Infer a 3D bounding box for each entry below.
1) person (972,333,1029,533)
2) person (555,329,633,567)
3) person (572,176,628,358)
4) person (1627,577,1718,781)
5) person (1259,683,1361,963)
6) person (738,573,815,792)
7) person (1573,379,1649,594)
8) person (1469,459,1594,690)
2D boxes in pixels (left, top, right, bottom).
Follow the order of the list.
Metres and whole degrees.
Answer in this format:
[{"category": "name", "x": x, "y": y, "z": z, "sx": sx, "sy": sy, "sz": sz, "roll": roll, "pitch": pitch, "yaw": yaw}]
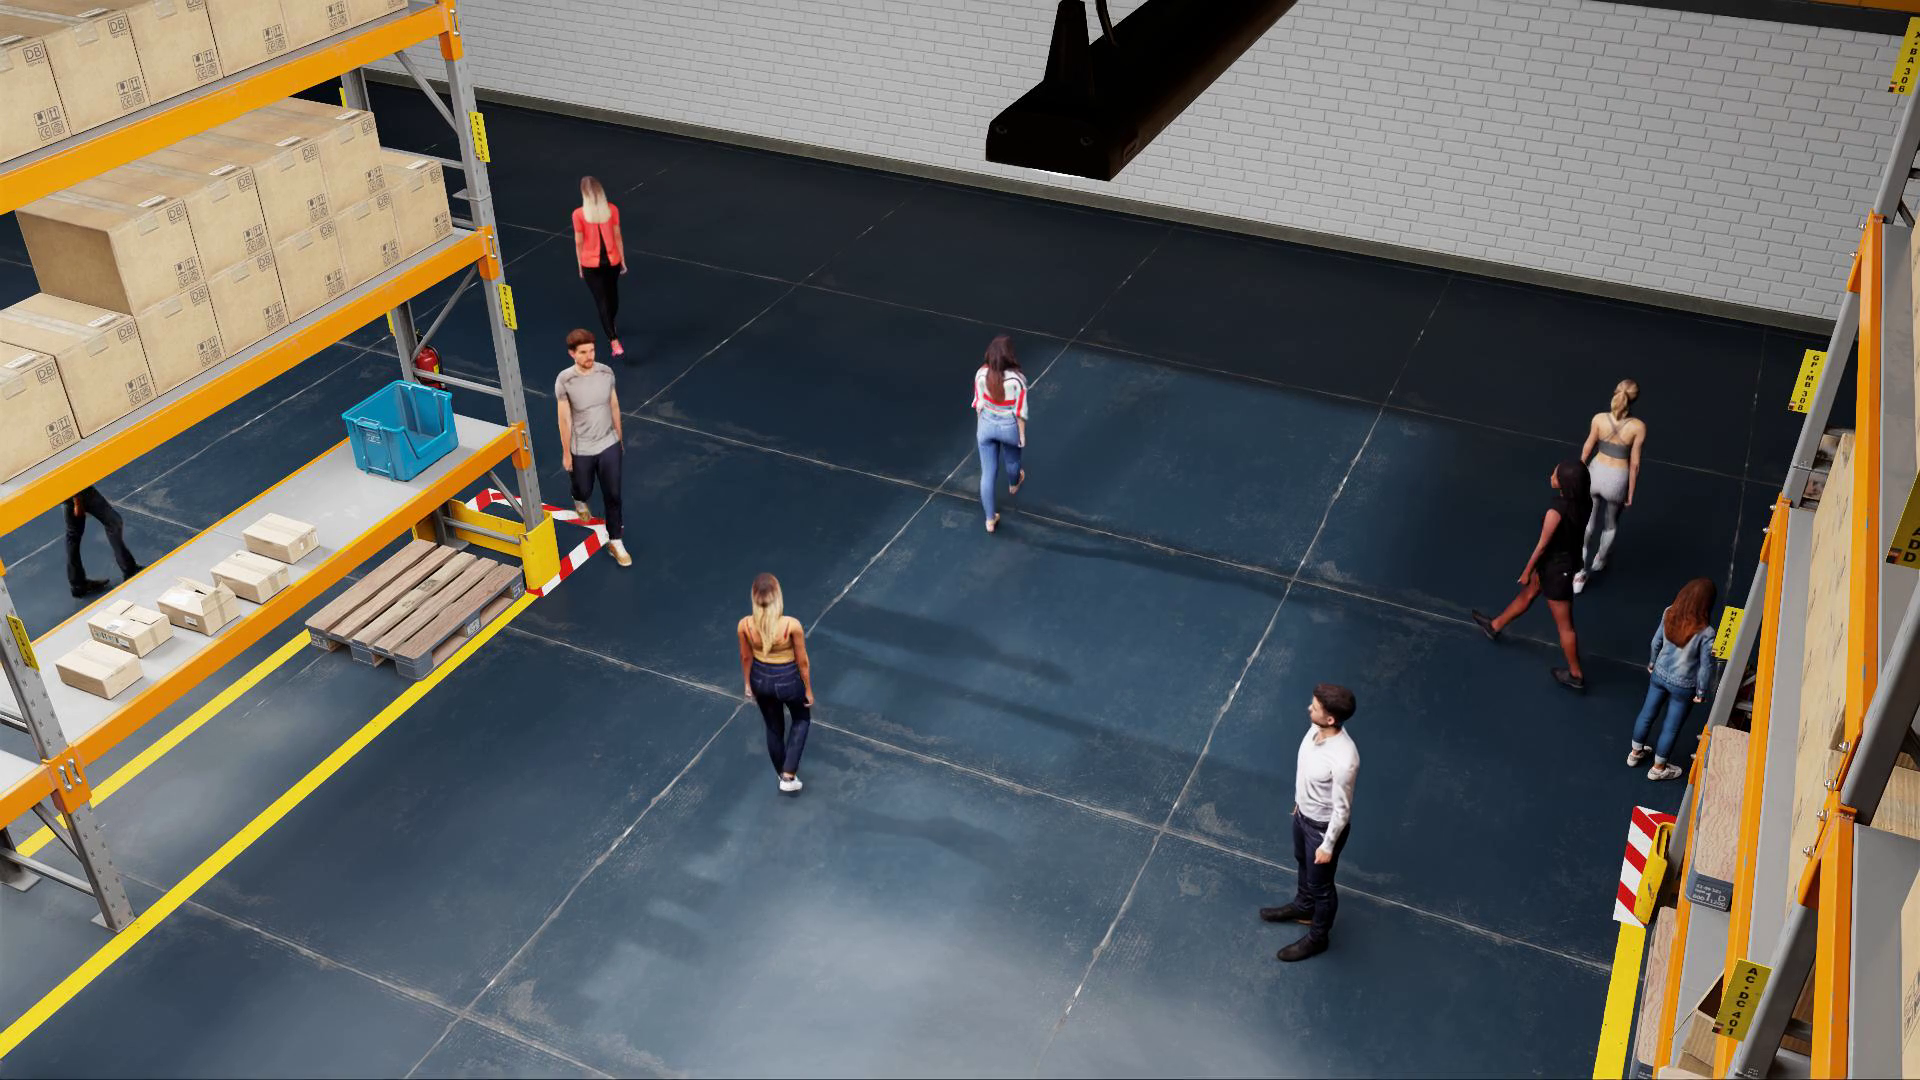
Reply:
[{"category": "person", "x": 0.284, "y": -0.799, "z": 12.807, "sx": 0.738, "sy": 1.577, "sz": 1.057, "roll": 8, "pitch": 34, "yaw": 12}, {"category": "person", "x": -2.781, "y": -0.735, "z": 12.443, "sx": 1.124, "sy": 1.874, "sz": 1.117, "roll": -17, "pitch": 37, "yaw": -24}, {"category": "person", "x": -3.265, "y": -2.474, "z": 15.259, "sx": 1.140, "sy": 1.652, "sz": 1.127, "roll": -16, "pitch": 37, "yaw": -22}, {"category": "person", "x": 4.473, "y": 0.858, "z": 10.407, "sx": 0.666, "sy": 1.475, "sz": 0.643, "roll": -18, "pitch": 38, "yaw": -25}, {"category": "person", "x": 1.974, "y": 1.514, "z": 9.065, "sx": 0.774, "sy": 1.867, "sz": 0.681, "roll": -3, "pitch": 34, "yaw": -5}, {"category": "person", "x": -1.123, "y": 0.937, "z": 10.155, "sx": 0.706, "sy": 1.622, "sz": 0.769, "roll": 4, "pitch": 34, "yaw": 6}, {"category": "person", "x": 4.647, "y": -0.353, "z": 12.038, "sx": 0.654, "sy": 1.686, "sz": 0.862, "roll": 19, "pitch": 38, "yaw": 26}, {"category": "person", "x": 4.064, "y": 0.271, "z": 11.097, "sx": 1.184, "sy": 1.688, "sz": 0.939, "roll": -28, "pitch": 42, "yaw": -35}]
